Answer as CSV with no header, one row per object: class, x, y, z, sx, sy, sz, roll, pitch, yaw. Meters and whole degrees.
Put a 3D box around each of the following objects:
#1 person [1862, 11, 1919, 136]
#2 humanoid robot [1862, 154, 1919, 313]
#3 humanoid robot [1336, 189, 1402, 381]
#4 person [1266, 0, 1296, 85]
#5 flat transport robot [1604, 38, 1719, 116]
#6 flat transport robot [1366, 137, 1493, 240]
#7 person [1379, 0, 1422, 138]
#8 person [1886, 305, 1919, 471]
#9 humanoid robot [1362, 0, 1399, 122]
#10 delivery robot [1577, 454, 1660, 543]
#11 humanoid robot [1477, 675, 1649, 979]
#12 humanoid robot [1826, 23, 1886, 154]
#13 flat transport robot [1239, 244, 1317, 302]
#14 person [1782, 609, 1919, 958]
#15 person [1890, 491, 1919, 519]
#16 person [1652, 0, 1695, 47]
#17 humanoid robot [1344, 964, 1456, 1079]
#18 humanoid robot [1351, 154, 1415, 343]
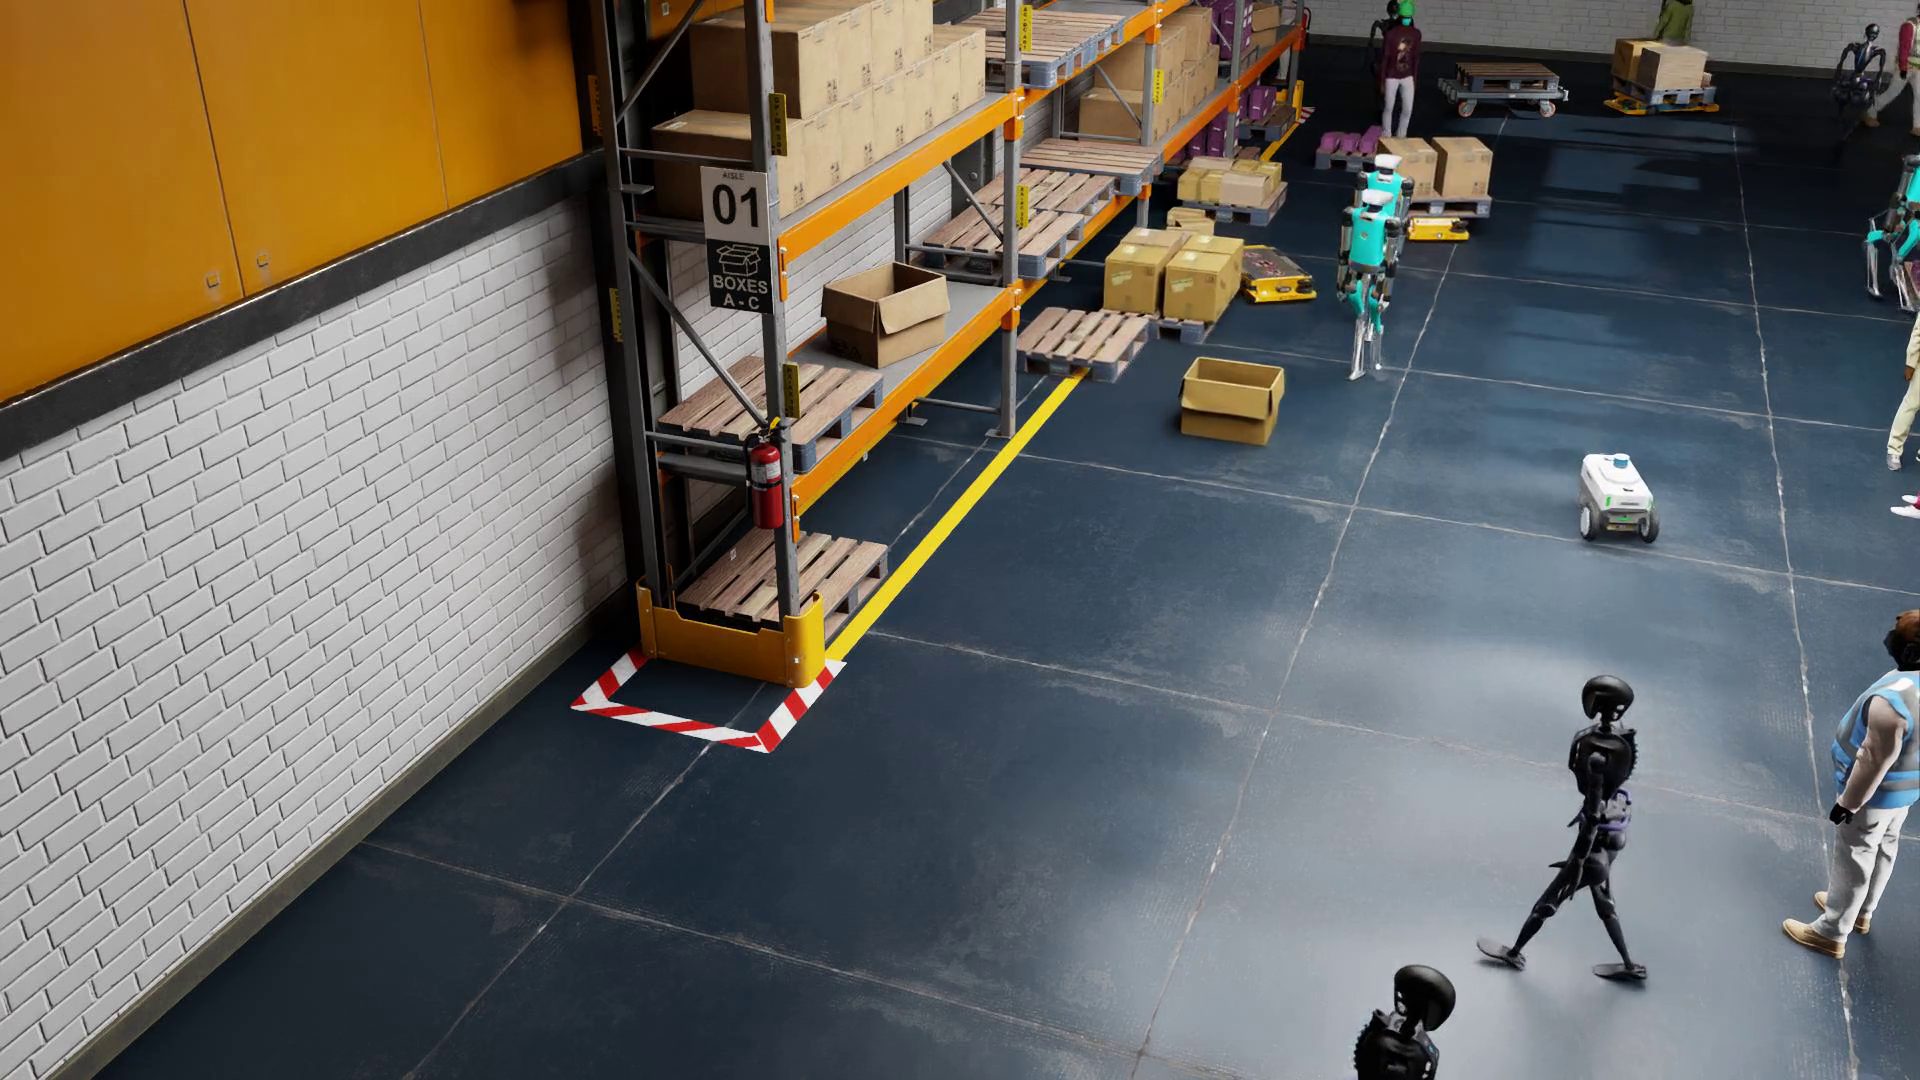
person,12.900,-6.452,22.605,0.622,1.795,0.888,-8,28,-14
humanoid robot,9.163,-3.095,16.171,0.542,1.767,0.912,-1,27,-3
humanoid robot,3.622,-2.180,14.493,0.547,1.891,0.785,21,34,35
person,4.915,-7.929,25.311,0.352,1.937,0.634,7,28,13
flat transport robot,10.132,-6.319,24.008,1.431,0.231,0.659,-4,28,-8
flat transport robot,5.277,-3.706,18.939,0.659,0.231,1.431,0,27,0
person,5.692,-5.973,21.520,0.530,1.926,0.724,0,27,0
person,7.552,-1.356,12.762,0.562,1.748,0.336,2,27,4
humanoid robot,5.963,-6.697,23.273,0.586,1.650,0.764,-1,27,-2
delivery robot,4.756,-0.321,12.067,0.499,0.599,0.774,2,27,4
humanoid robot,2.897,1.337,7.662,0.778,1.624,0.612,12,30,23
humanoid robot,11.567,-5.844,21.569,0.608,1.639,0.592,21,34,35
flat transport robot,3.077,-2.762,17.107,0.659,0.231,1.431,-6,28,-12
person,4.310,1.136,7.829,0.624,1.846,0.429,-19,33,-33
person,7.141,-0.927,12.069,0.281,1.628,0.501,22,35,36
person,10.565,-7.394,24.634,0.571,1.596,0.521,-13,30,-24
humanoid robot,1.389,2.191,5.993,0.571,1.627,0.618,9,29,18
humanoid robot,3.925,-2.784,15.574,0.549,1.781,0.878,9,29,18
